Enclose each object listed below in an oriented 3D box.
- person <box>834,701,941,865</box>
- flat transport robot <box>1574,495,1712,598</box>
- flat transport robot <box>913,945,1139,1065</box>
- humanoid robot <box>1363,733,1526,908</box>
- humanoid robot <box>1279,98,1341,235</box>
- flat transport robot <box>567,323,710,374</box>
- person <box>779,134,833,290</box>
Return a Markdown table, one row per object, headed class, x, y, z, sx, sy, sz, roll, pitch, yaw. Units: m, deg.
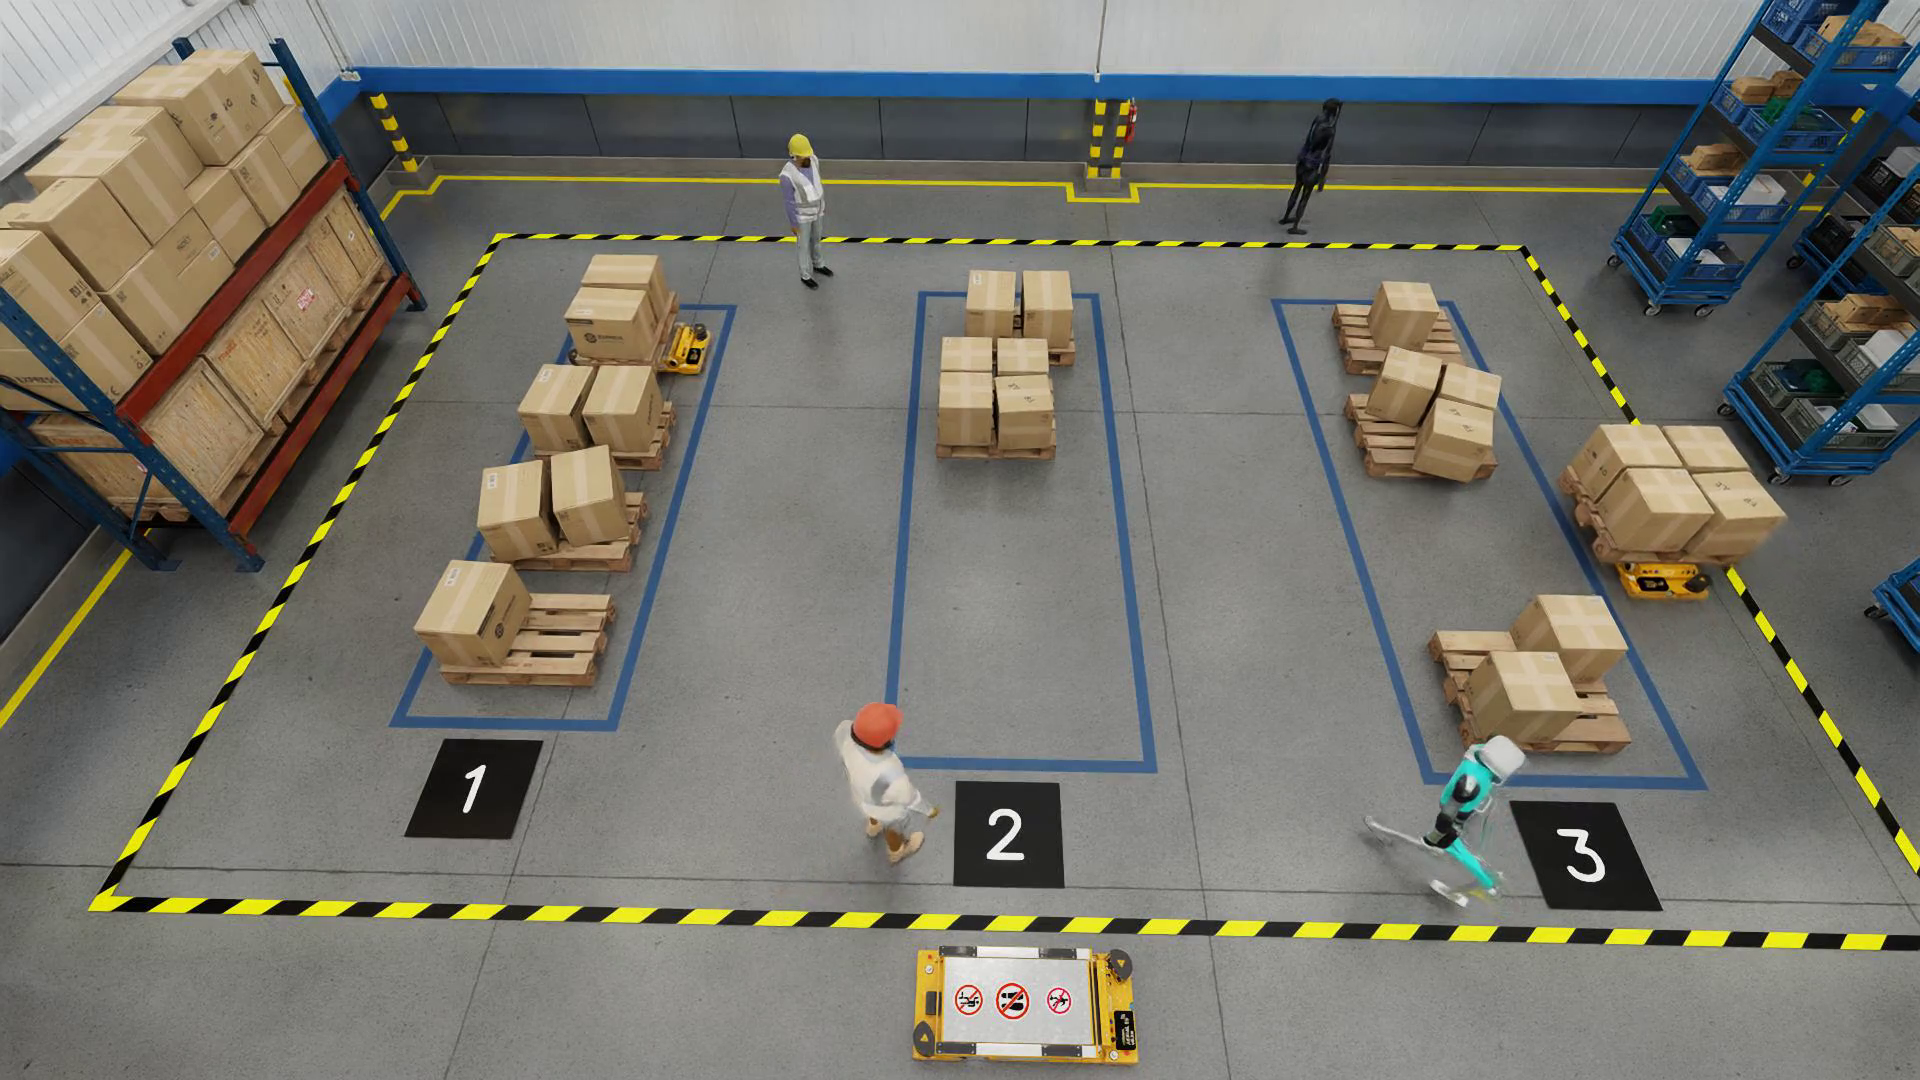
| class | x | y | z | sx | sy | sz | roll | pitch | yaw |
| --- | --- | --- | --- | --- | --- | --- | --- | --- | --- |
| person | -0.478 | 1.636 | 6.019 | 0.442 | 2.035 | 0.641 | -34 | 58 | -25 |
| flat transport robot | 6.314 | -0.096 | 8.546 | 0.652 | 0.197 | 1.431 | 1 | 51 | 1 |
| flat transport robot | 0.422 | 3.041 | 6.007 | 1.431 | 0.231 | 0.659 | 1 | 51 | 1 |
| humanoid robot | 3.351 | 1.909 | 5.995 | 1.047 | 1.748 | 0.548 | 37 | 60 | 26 |
| humanoid robot | 4.352 | -4.634 | 11.344 | 0.315 | 1.657 | 0.599 | -8 | 51 | -6 |
| flat transport robot | -3.576 | -2.149 | 10.220 | 1.431 | 0.197 | 0.652 | 1 | 51 | 1 |
| person | -1.749 | -3.785 | 10.562 | 0.403 | 1.830 | 0.597 | 26 | 55 | 20 |
